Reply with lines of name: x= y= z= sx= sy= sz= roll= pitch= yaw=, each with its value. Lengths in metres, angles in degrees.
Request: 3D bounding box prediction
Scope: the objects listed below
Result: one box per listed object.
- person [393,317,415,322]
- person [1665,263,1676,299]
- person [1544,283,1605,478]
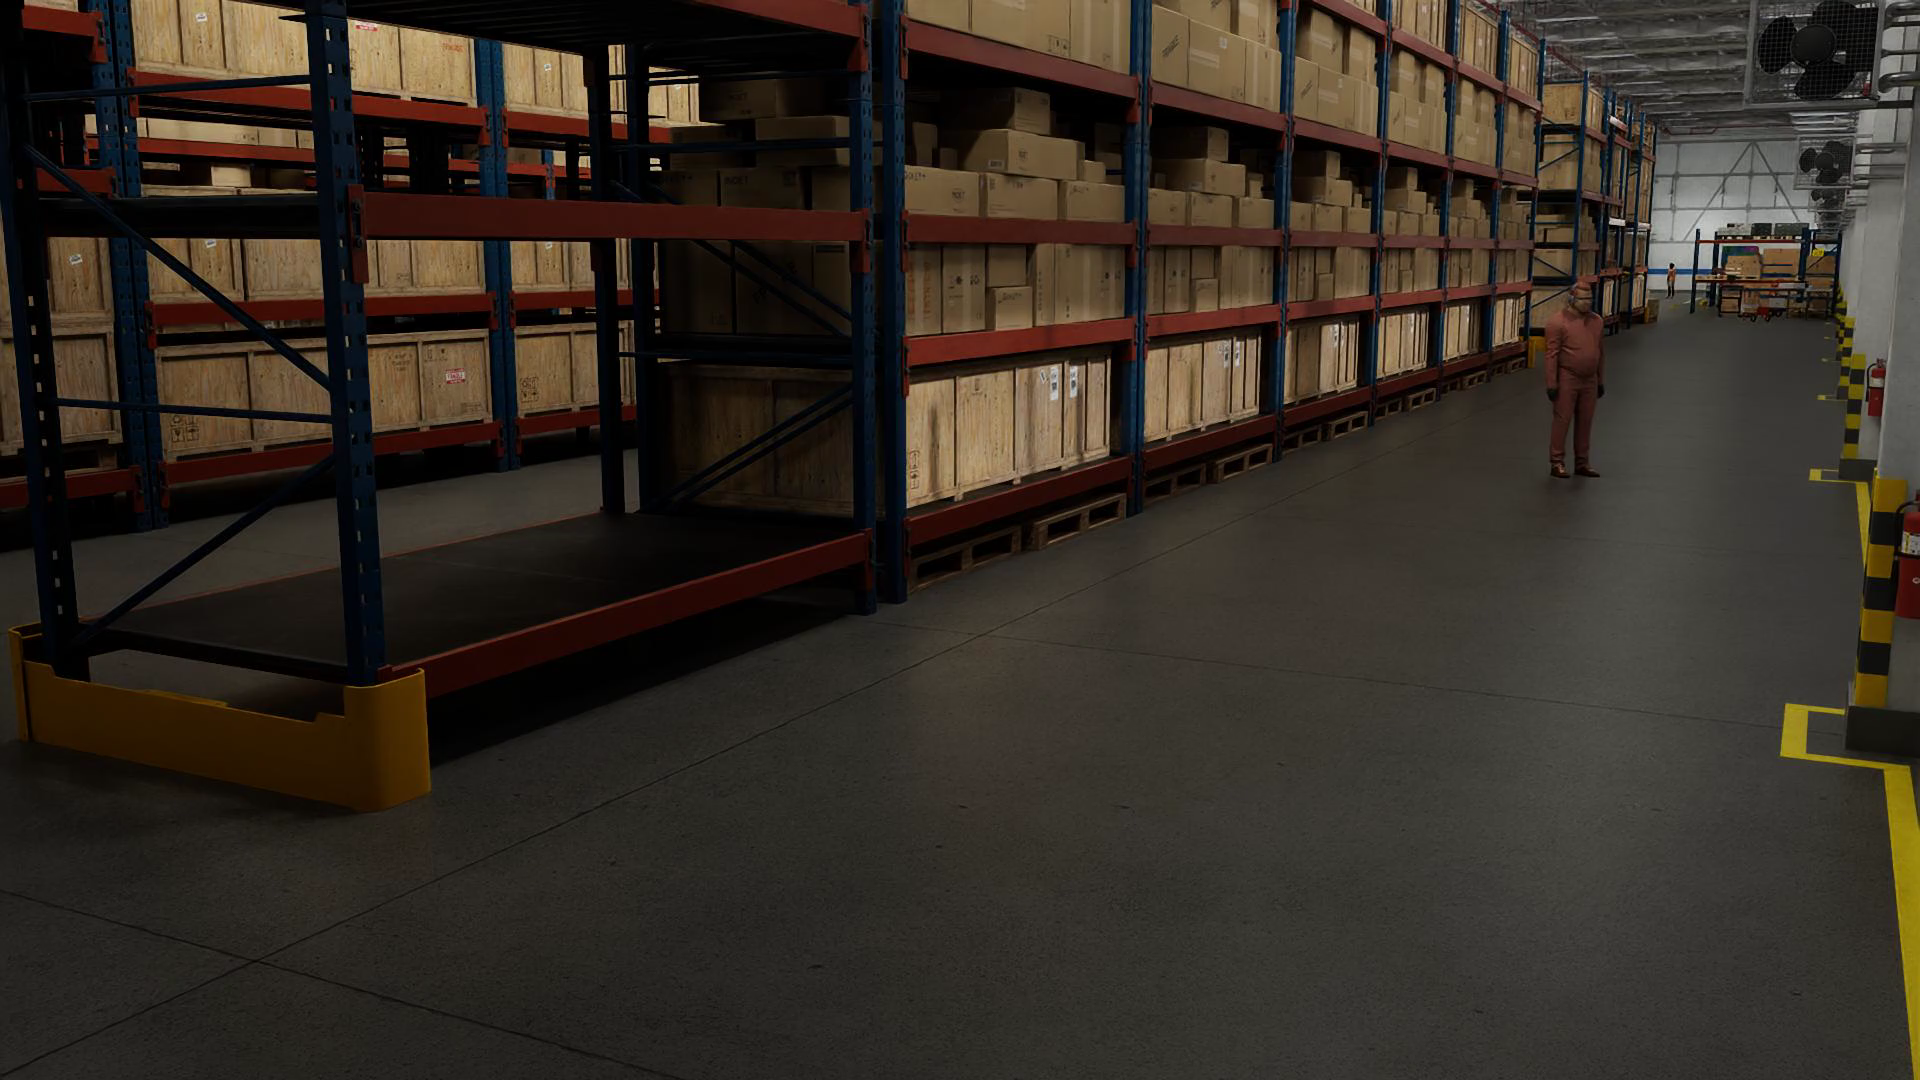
person: x=-6.822 y=-2.363 z=20.893 sx=0.554 sy=1.881 sz=0.994 roll=4 pitch=10 yaw=20
person: x=33.878 y=-12.334 z=79.205 sx=0.537 sy=1.687 sz=0.321 roll=-6 pitch=11 yaw=-29
person: x=5.970 y=-1.540 z=16.129 sx=0.656 sy=1.894 sz=0.401 roll=-3 pitch=10 yaw=-19
